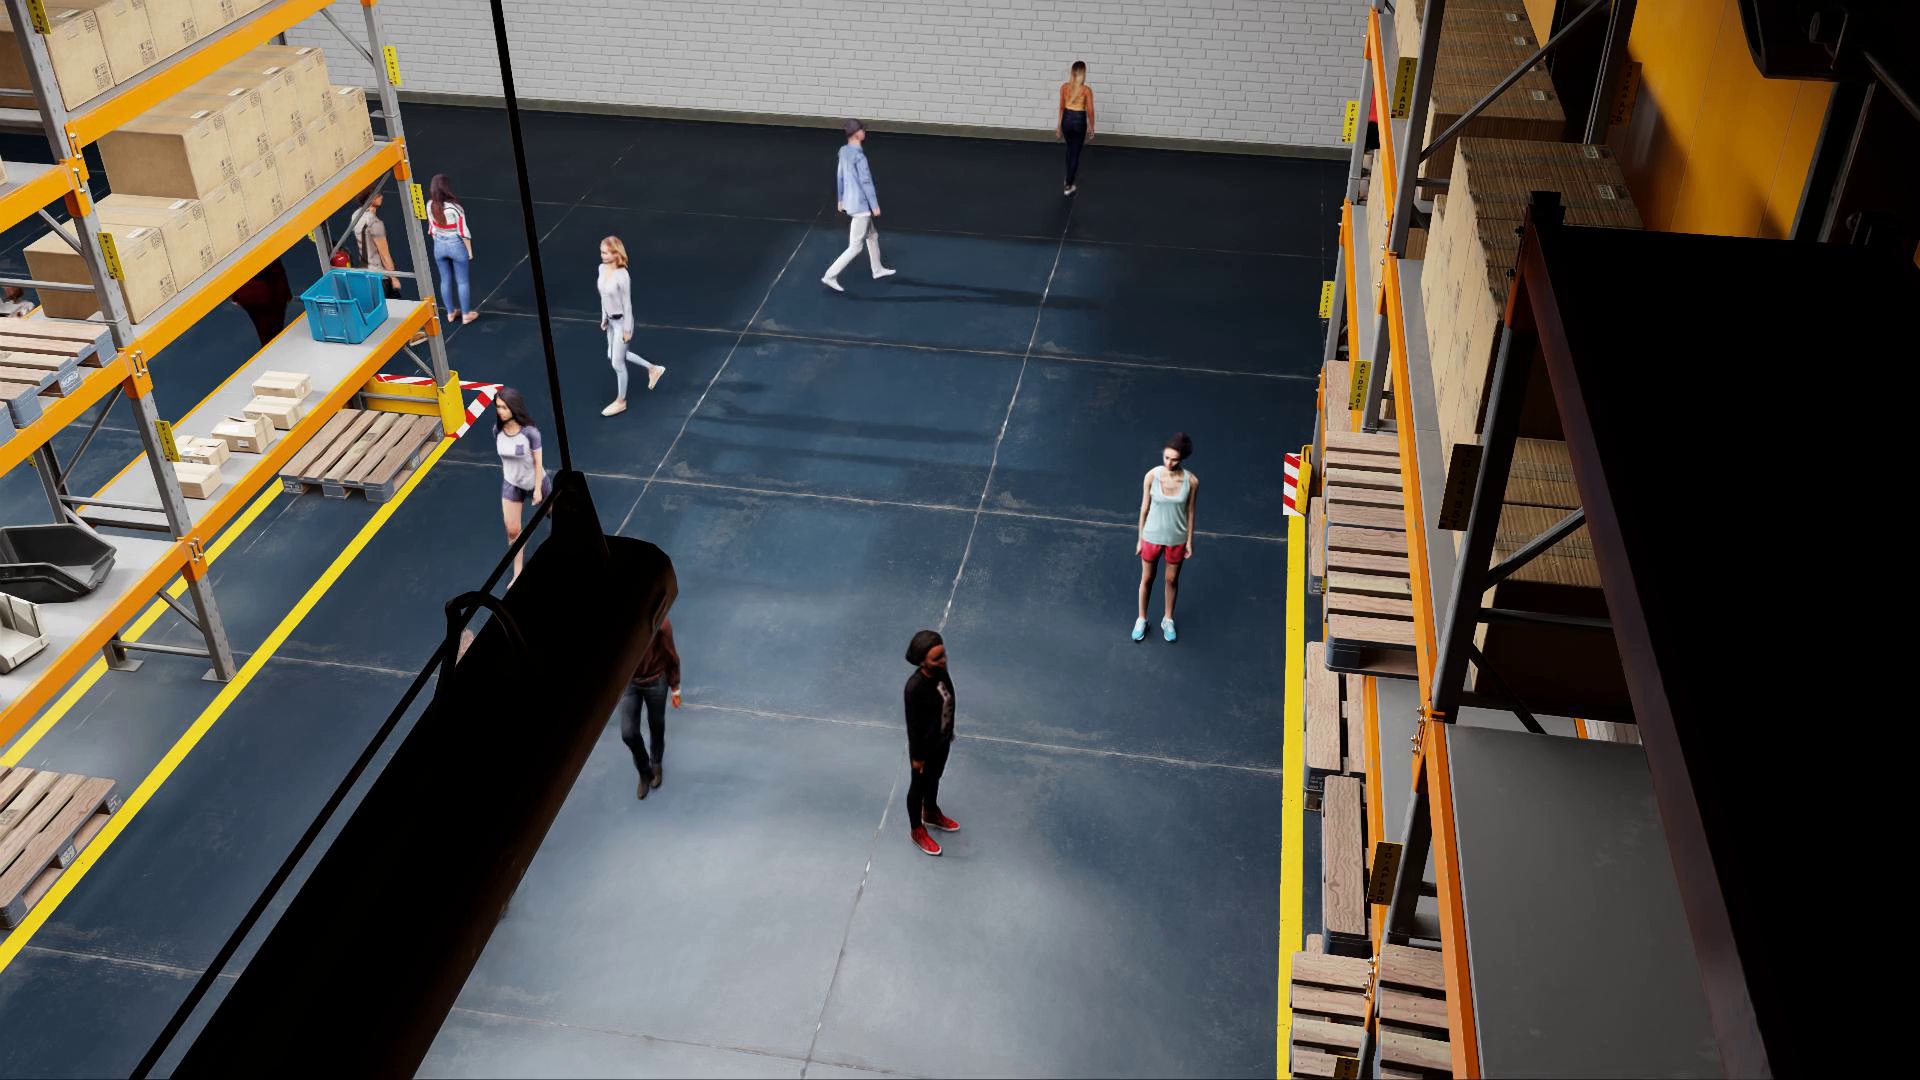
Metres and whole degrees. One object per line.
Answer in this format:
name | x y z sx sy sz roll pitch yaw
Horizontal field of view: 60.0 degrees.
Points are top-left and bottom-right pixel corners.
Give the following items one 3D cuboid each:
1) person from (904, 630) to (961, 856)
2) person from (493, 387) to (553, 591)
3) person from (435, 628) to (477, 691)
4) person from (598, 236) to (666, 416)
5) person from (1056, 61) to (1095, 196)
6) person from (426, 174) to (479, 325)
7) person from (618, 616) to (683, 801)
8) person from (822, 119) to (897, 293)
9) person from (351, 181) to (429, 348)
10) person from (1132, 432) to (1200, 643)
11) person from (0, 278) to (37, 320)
person | -0.205 1.280 10.741 0.728 1.674 0.595 18 38 25
person | -3.443 -0.491 13.411 0.640 1.667 1.121 8 35 12
person | -3.053 1.344 10.638 0.745 1.682 0.836 -11 35 -16
person | -3.143 -2.043 15.644 1.030 1.781 0.949 -24 40 -31
person | 1.364 -4.976 20.209 0.686 1.612 0.797 14 36 20
person | -5.297 -3.021 17.268 0.584 1.611 0.486 5 34 8
person | -2.127 0.909 11.215 0.743 1.768 0.716 -2 34 -3
person | -1.162 -3.563 17.859 1.124 1.860 1.178 -14 36 -20
person | -5.848 -2.585 16.397 1.321 1.850 1.218 -27 42 -34
person | 1.553 -0.015 12.605 0.593 1.767 0.562 4 34 6
person | -9.000 -1.933 16.027 0.650 1.174 0.870 -5 34 -7
